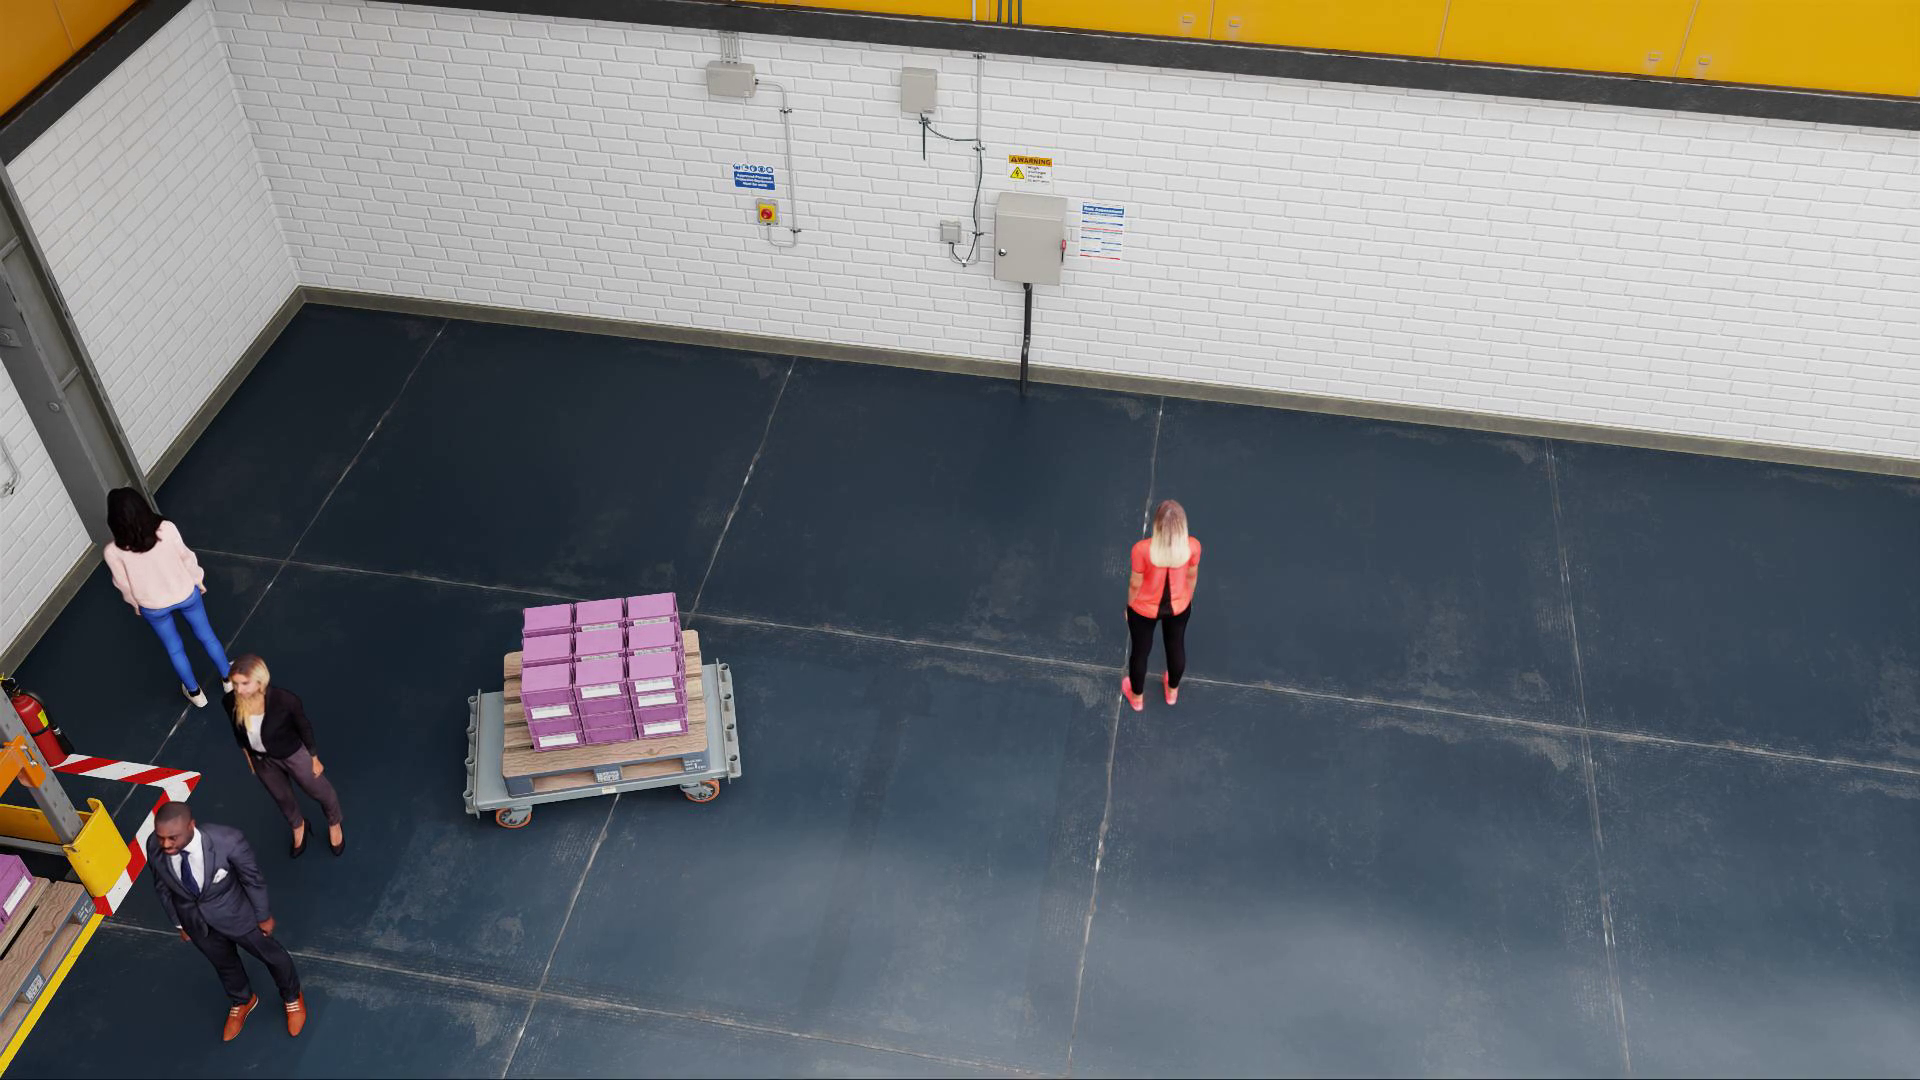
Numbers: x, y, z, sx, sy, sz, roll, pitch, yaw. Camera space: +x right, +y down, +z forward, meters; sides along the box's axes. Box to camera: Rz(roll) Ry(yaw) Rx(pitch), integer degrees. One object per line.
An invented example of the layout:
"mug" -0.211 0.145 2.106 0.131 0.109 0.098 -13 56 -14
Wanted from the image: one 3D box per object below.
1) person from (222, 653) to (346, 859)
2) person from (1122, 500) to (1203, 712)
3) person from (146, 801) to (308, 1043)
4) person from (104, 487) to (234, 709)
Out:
"person" -3.856 1.241 9.505 0.622 1.671 0.574 1 44 1
"person" 1.246 0.411 10.360 0.656 1.694 0.632 -6 44 -6
"person" -3.835 1.950 8.651 0.747 1.824 0.696 -3 44 -3
"person" -4.927 0.364 10.355 0.718 1.770 0.761 -22 48 -22
